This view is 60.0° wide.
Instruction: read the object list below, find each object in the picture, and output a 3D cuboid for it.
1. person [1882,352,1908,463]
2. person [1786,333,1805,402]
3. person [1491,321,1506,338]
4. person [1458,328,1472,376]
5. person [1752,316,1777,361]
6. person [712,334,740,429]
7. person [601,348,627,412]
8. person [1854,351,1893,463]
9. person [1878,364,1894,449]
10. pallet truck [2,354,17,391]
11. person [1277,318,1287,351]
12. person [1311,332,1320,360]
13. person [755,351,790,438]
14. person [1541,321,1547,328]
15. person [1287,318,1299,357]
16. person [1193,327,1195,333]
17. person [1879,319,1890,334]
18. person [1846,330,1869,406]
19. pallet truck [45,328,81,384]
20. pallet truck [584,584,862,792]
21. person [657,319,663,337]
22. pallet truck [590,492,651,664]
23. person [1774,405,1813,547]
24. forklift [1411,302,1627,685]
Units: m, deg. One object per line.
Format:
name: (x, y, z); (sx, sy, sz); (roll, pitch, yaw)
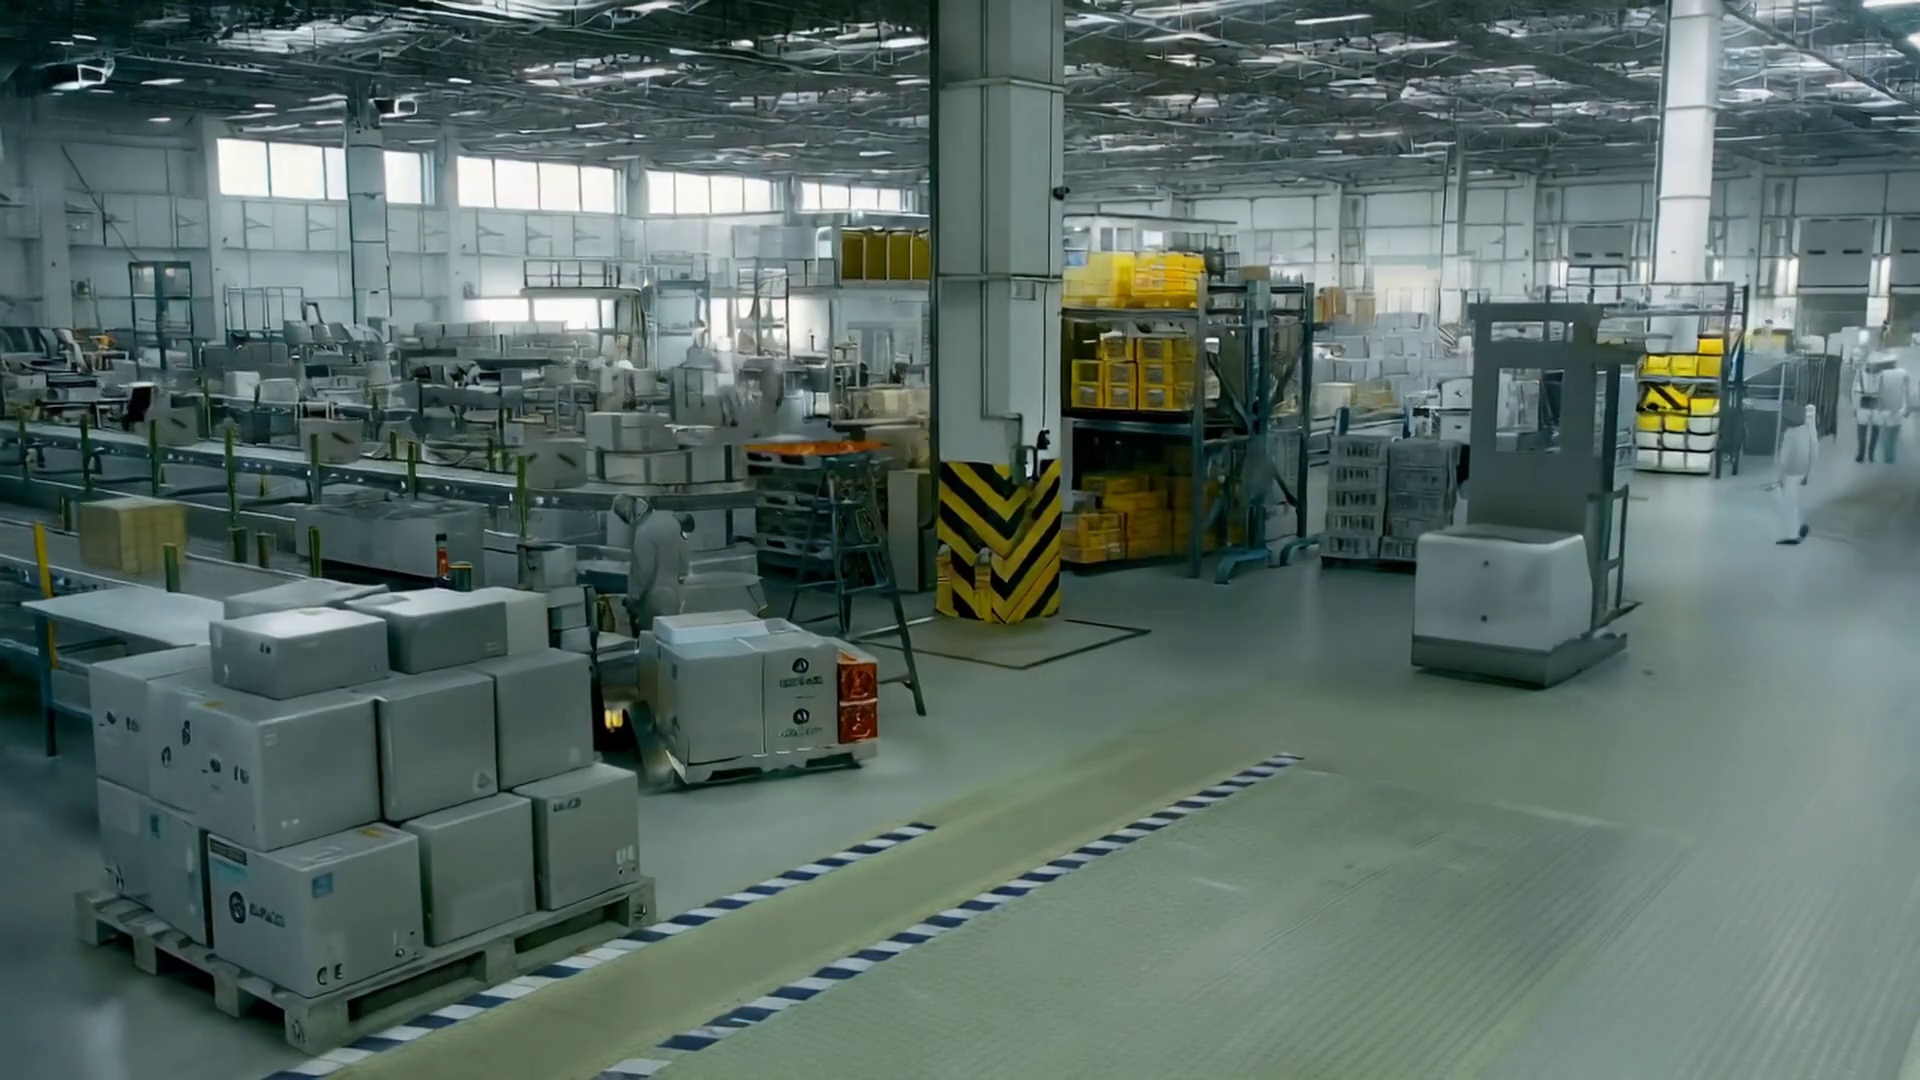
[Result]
person: (15.821, -2.247, 28.326); (0.566, 1.900, 0.488); (8, 12, 44)
person: (21.643, -4.428, 43.122); (0.323, 1.875, 0.530); (-3, 9, -19)
person: (25.693, -9.812, 79.399); (0.622, 1.879, 1.033); (0, 8, -3)
person: (17.085, -6.306, 56.289); (0.484, 1.713, 0.811); (0, 8, 2)
person: (34.800, -8.722, 71.889); (0.980, 1.933, 0.642); (6, 10, 34)
person: (-4.980, -3.367, 35.449); (0.644, 2.028, 0.506); (-4, 9, -26)
person: (-6.475, -2.667, 31.254); (0.651, 1.883, 0.814); (8, 12, 44)
person: (15.533, -2.250, 28.286); (0.565, 1.909, 0.727); (5, 10, 31)
person: (17.134, -2.471, 30.790); (0.519, 1.611, 0.494); (4, 9, 25)
pallet truck: (-24.881, -4.417, 42.634); (1.885, 1.965, 0.823); (8, 11, 41)
person: (15.290, -9.749, 79.119); (0.970, 1.832, 0.593); (5, 10, 31)
person: (10.384, -5.240, 48.969); (0.524, 1.768, 0.327); (8, 12, 44)
person: (-3.614, -2.737, 32.021); (0.606, 1.792, 0.915); (8, 11, 42)
person: (24.296, -8.247, 69.031); (0.431, 1.835, 0.623); (-3, 9, -19)
person: (15.230, -9.335, 76.089); (0.556, 1.920, 0.671); (3, 9, 19)
person: (7.274, -5.595, 50.993); (0.983, 1.865, 0.621); (8, 11, 42)
person: (38.753, -8.367, 69.787); (0.429, 1.844, 0.627); (3, 9, 19)
person: (23.110, -4.404, 42.729); (0.620, 1.953, 0.393); (-5, 10, -31)
pallet truck: (-23.775, -4.544, 43.495); (1.885, 1.965, 0.823); (6, 10, 35)
pallet truck: (-1.426, 0.805, 10.019); (1.601, 1.201, 0.680); (-4, 9, -26)
person: (-12.424, -8.125, 68.179); (0.542, 1.841, 0.349); (1, 8, 5)
pallet truck: (-3.115, 0.344, 12.883); (0.653, 1.274, 1.630); (7, 11, 37)
person: (9.530, -0.730, 19.060); (0.507, 1.621, 0.342); (-7, 11, -40)
forklift: (4.379, -0.438, 12.852); (1.129, 2.768, 1.873); (7, 11, 37)
